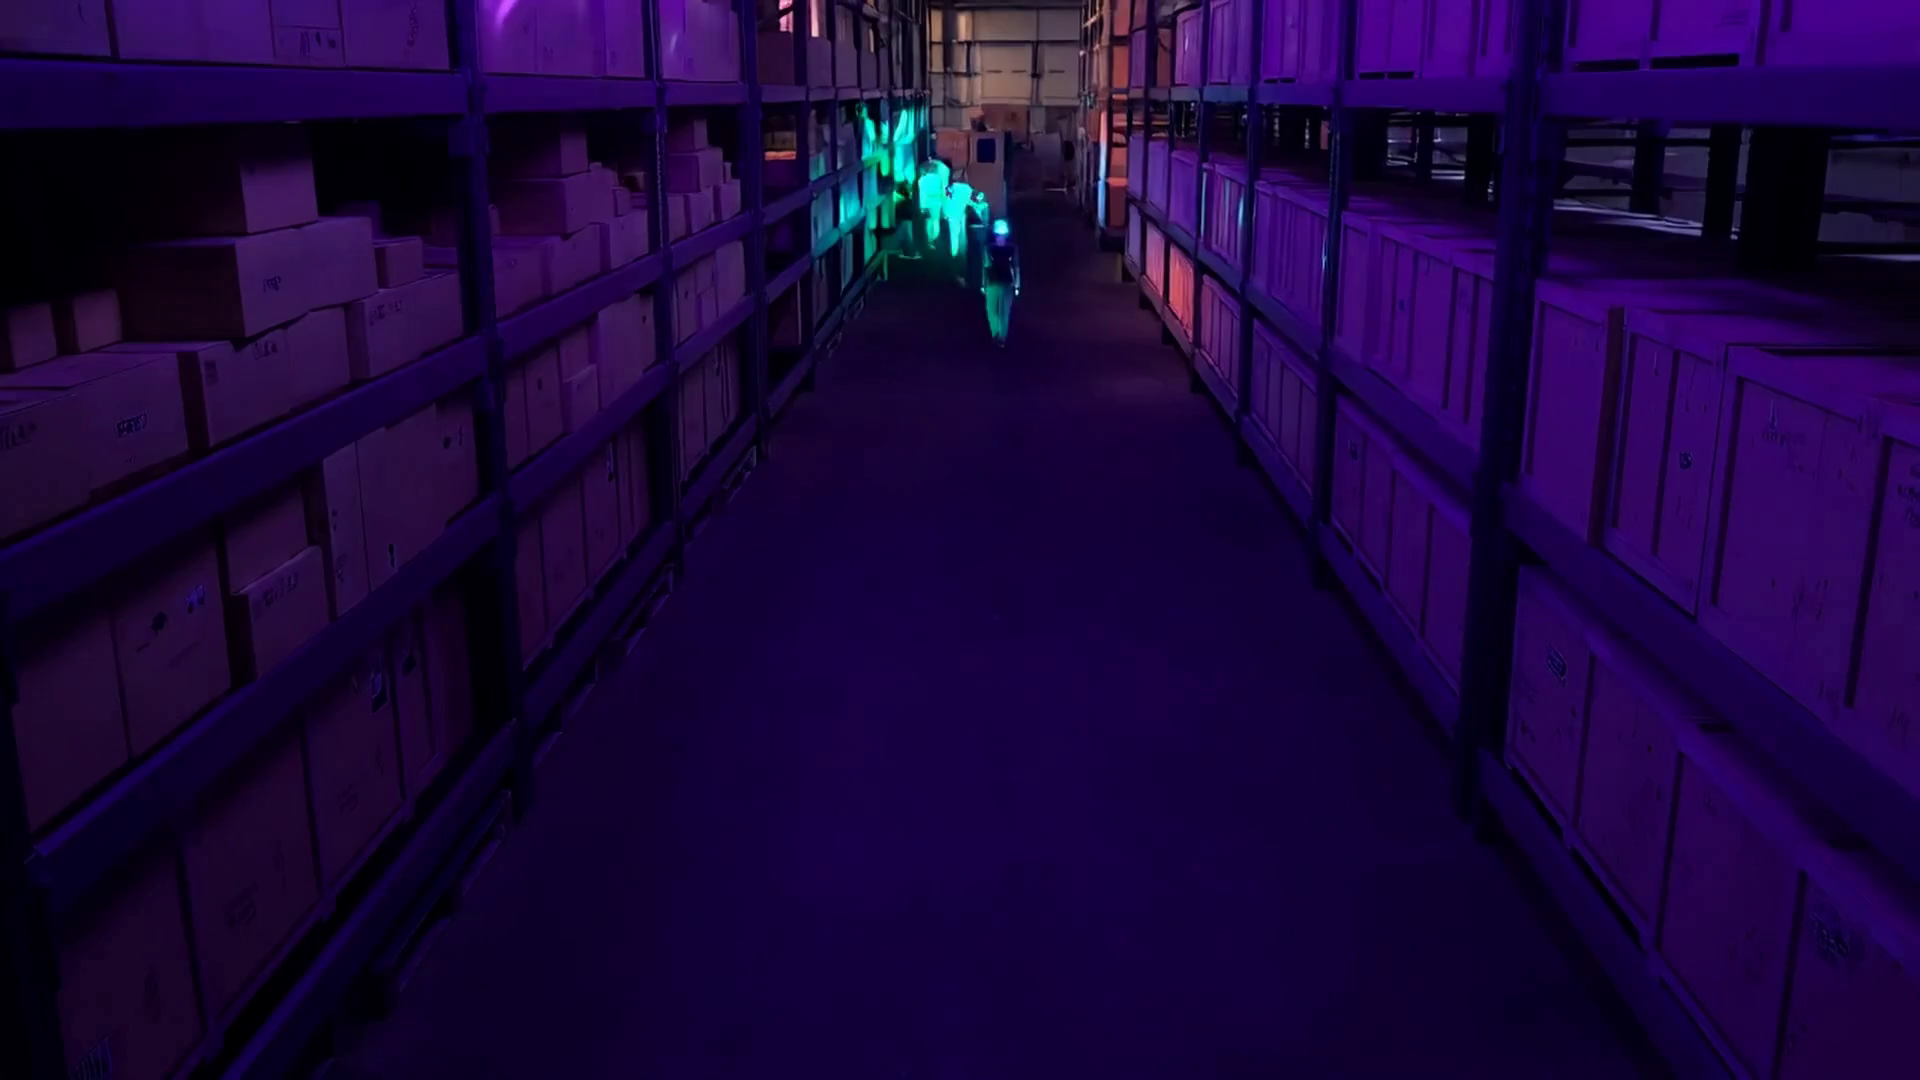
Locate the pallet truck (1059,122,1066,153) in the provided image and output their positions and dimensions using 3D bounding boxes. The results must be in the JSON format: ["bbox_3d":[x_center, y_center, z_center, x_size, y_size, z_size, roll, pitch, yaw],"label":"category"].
[{"bbox_3d":[5.788,-21.111,88.014,1.885,1.965,0.823,5,16,18],"label":"pallet truck"}]

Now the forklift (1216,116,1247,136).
[{"bbox_3d":[7.755,-10.663,47.463,1.129,2.768,1.873,0,15,1],"label":"forklift"}]

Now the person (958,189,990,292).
[{"bbox_3d":[0.251,-5.389,29.876,0.574,1.816,0.852,-7,17,-25],"label":"person"}]

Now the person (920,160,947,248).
[{"bbox_3d":[-0.606,-7.706,38.179,0.622,2.000,1.070,0,15,0],"label":"person"}]

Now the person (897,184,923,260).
[{"bbox_3d":[-1.039,-6.737,35.276,0.817,1.593,0.520,10,18,34],"label":"person"}]

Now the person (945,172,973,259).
[{"bbox_3d":[-0.028,-6.925,35.526,0.636,1.842,0.429,-6,16,-20],"label":"person"}]

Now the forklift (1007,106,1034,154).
[{"bbox_3d":[2.808,-20.003,82.215,1.129,2.768,1.873,-7,17,-24],"label":"forklift"}]

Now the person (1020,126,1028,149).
[{"bbox_3d":[3.159,-19.042,80.483,0.868,1.917,0.631,7,16,24],"label":"person"}]

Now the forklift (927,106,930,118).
[{"bbox_3d":[-1.988,-20.789,85.140,1.129,2.768,1.873,0,15,2],"label":"forklift"}]

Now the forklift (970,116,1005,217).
[{"bbox_3d":[0.745,-10.732,47.722,1.129,2.768,1.873,0,15,2],"label":"forklift"}]

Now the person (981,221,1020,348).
[{"bbox_3d":[0.566,-3.551,23.120,0.544,1.754,0.364,1,15,5],"label":"person"}]
